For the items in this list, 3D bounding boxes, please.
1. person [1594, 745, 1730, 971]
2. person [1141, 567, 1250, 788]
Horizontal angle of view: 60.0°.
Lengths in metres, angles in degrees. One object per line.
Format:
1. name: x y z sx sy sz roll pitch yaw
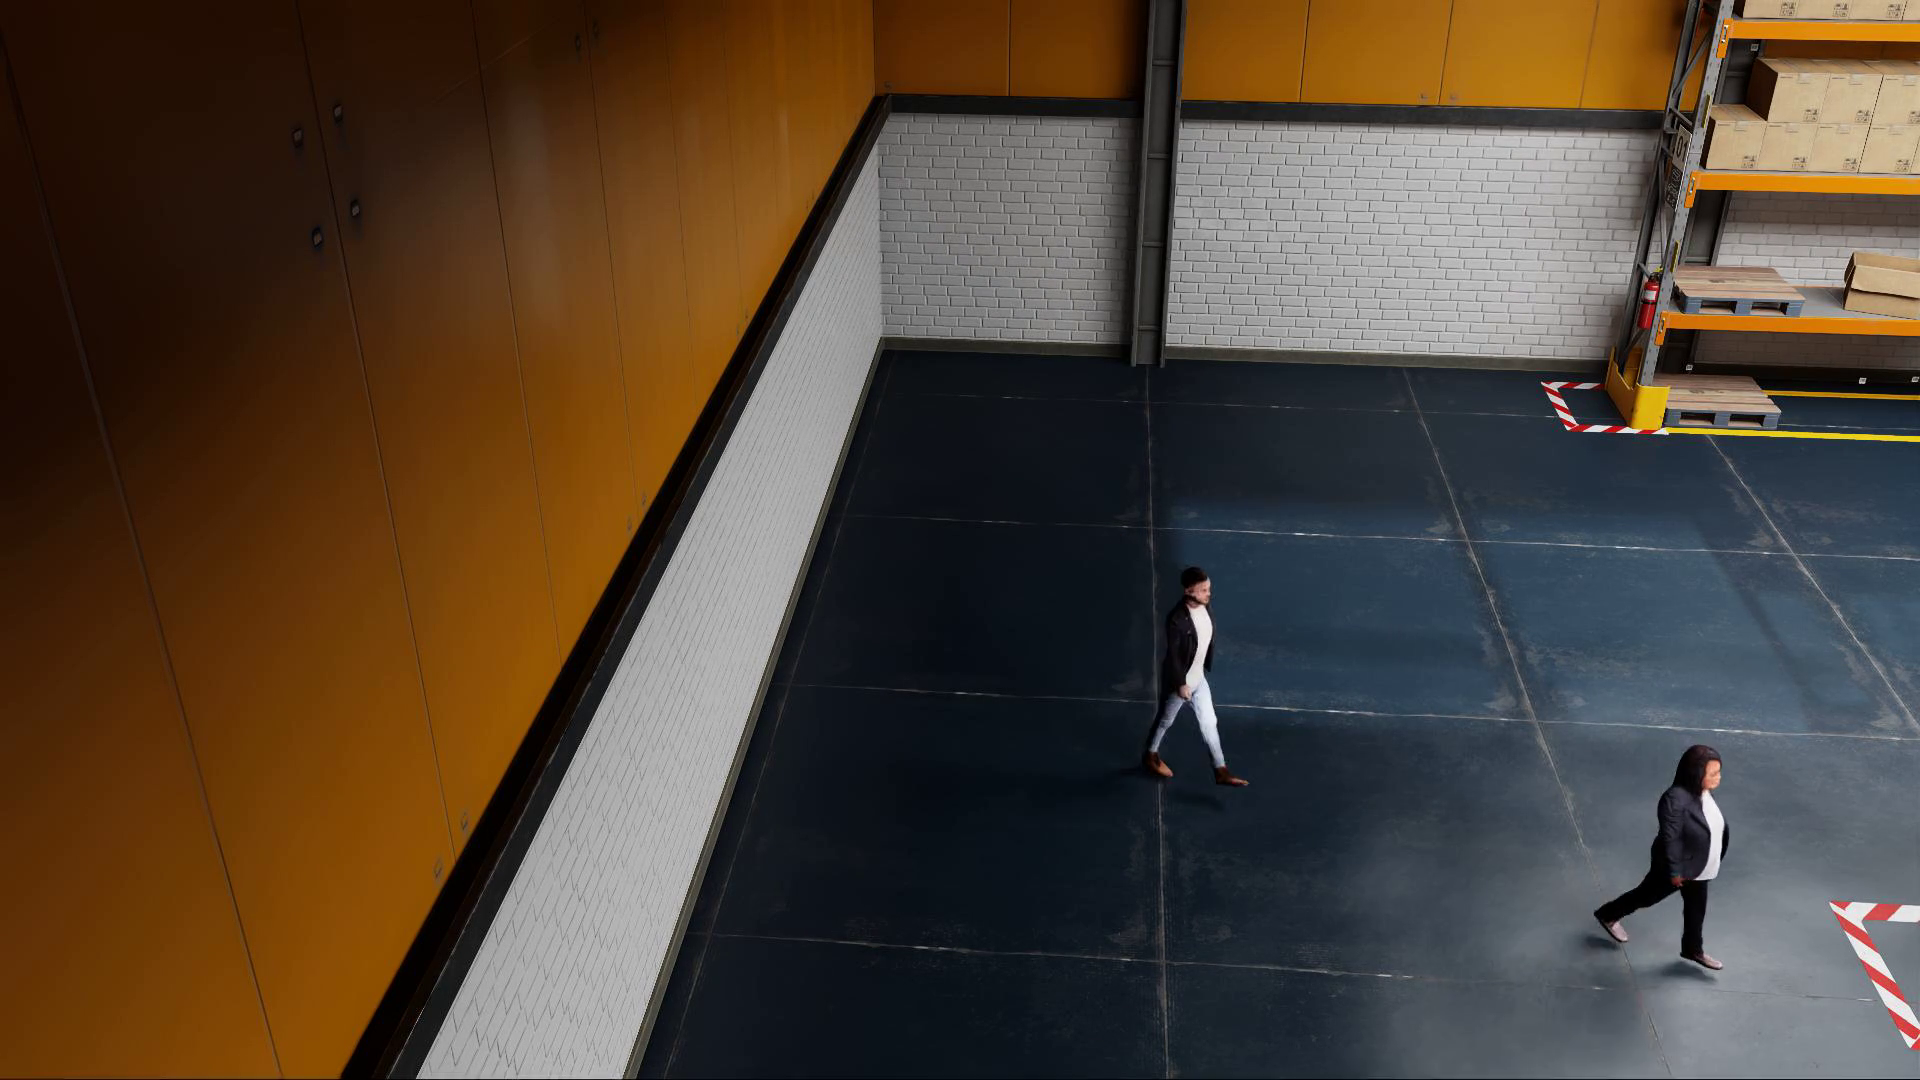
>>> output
1. person: 4.487 1.986 10.565 1.067 1.566 1.137 -23 36 -35
2. person: 1.562 0.981 12.158 1.191 1.804 1.082 25 37 38
